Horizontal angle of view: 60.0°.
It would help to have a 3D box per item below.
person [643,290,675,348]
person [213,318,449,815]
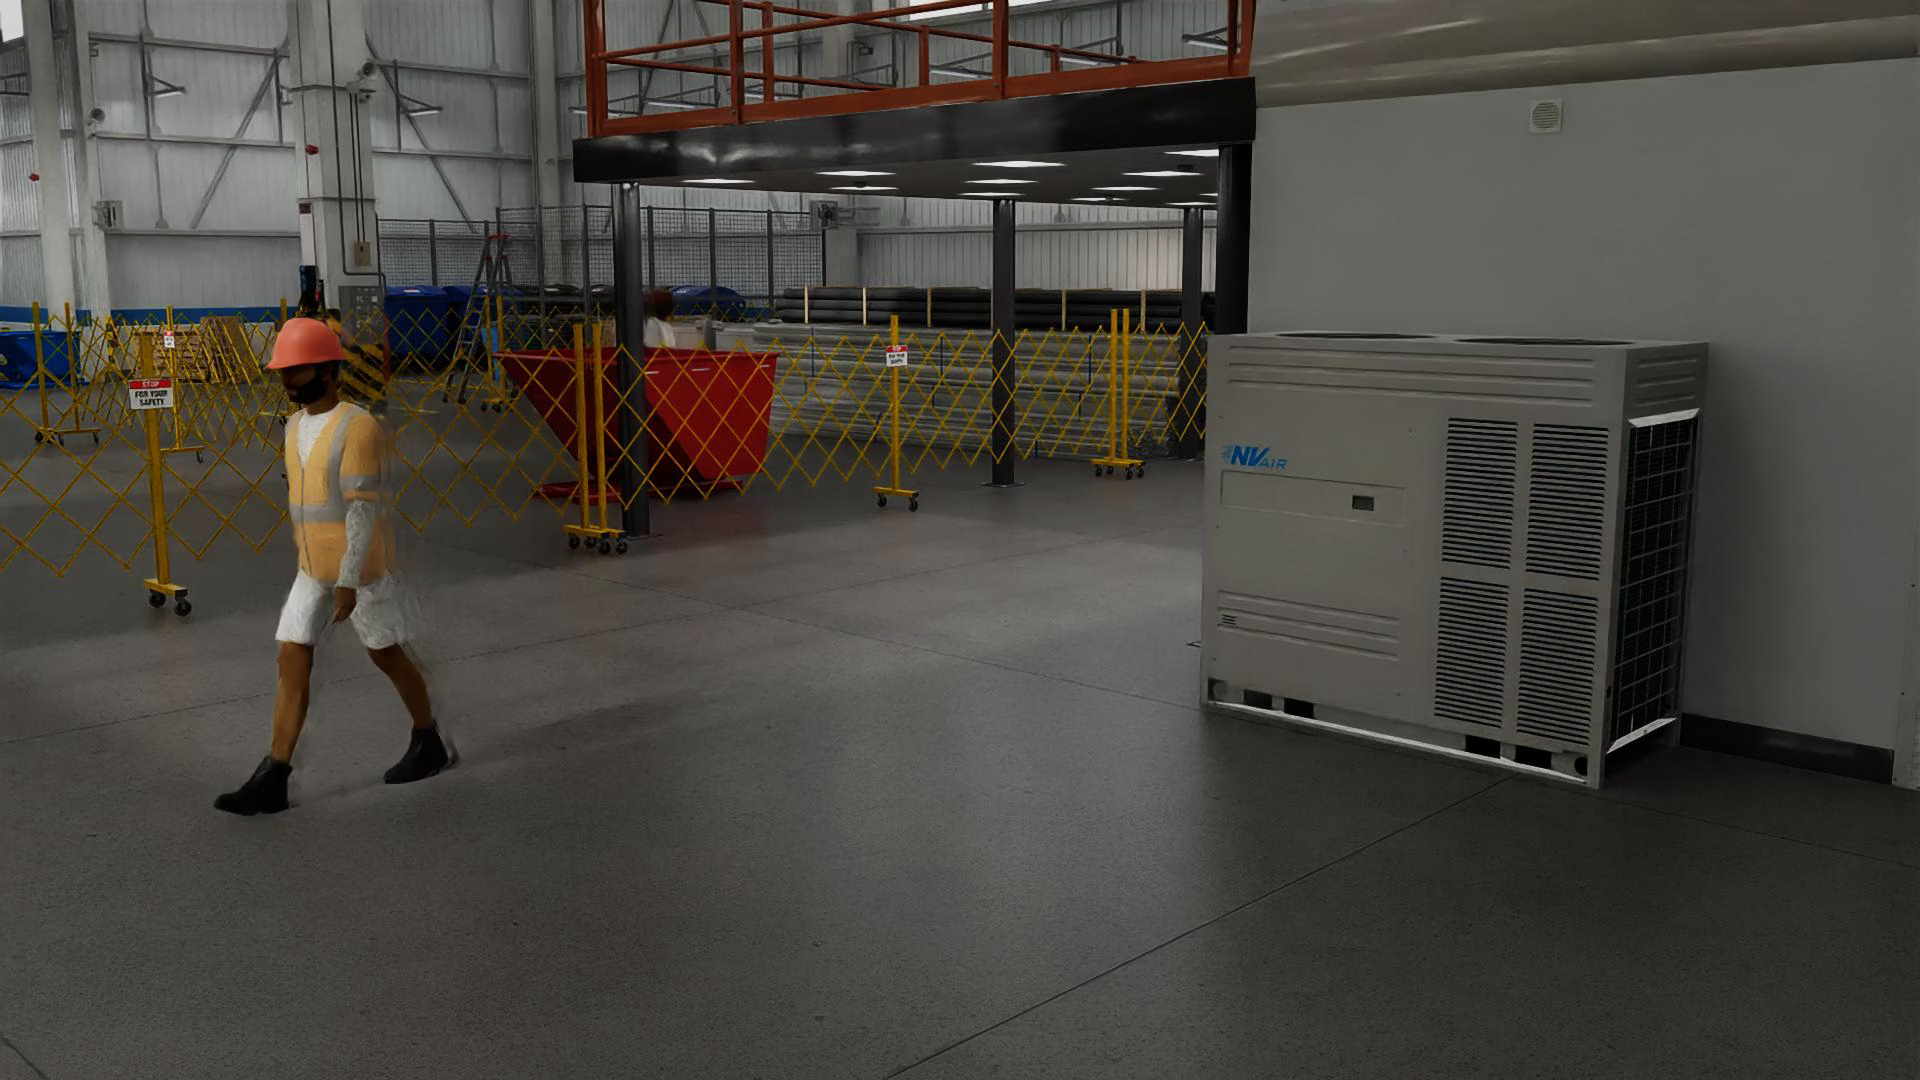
[{"bbox_3d":[-3.258,-1.730,17.710,0.841,1.859,0.581,3,10,15],"label":"person"},{"bbox_3d":[-2.425,0.091,6.443,0.563,1.891,0.989,6,11,31],"label":"person"}]
